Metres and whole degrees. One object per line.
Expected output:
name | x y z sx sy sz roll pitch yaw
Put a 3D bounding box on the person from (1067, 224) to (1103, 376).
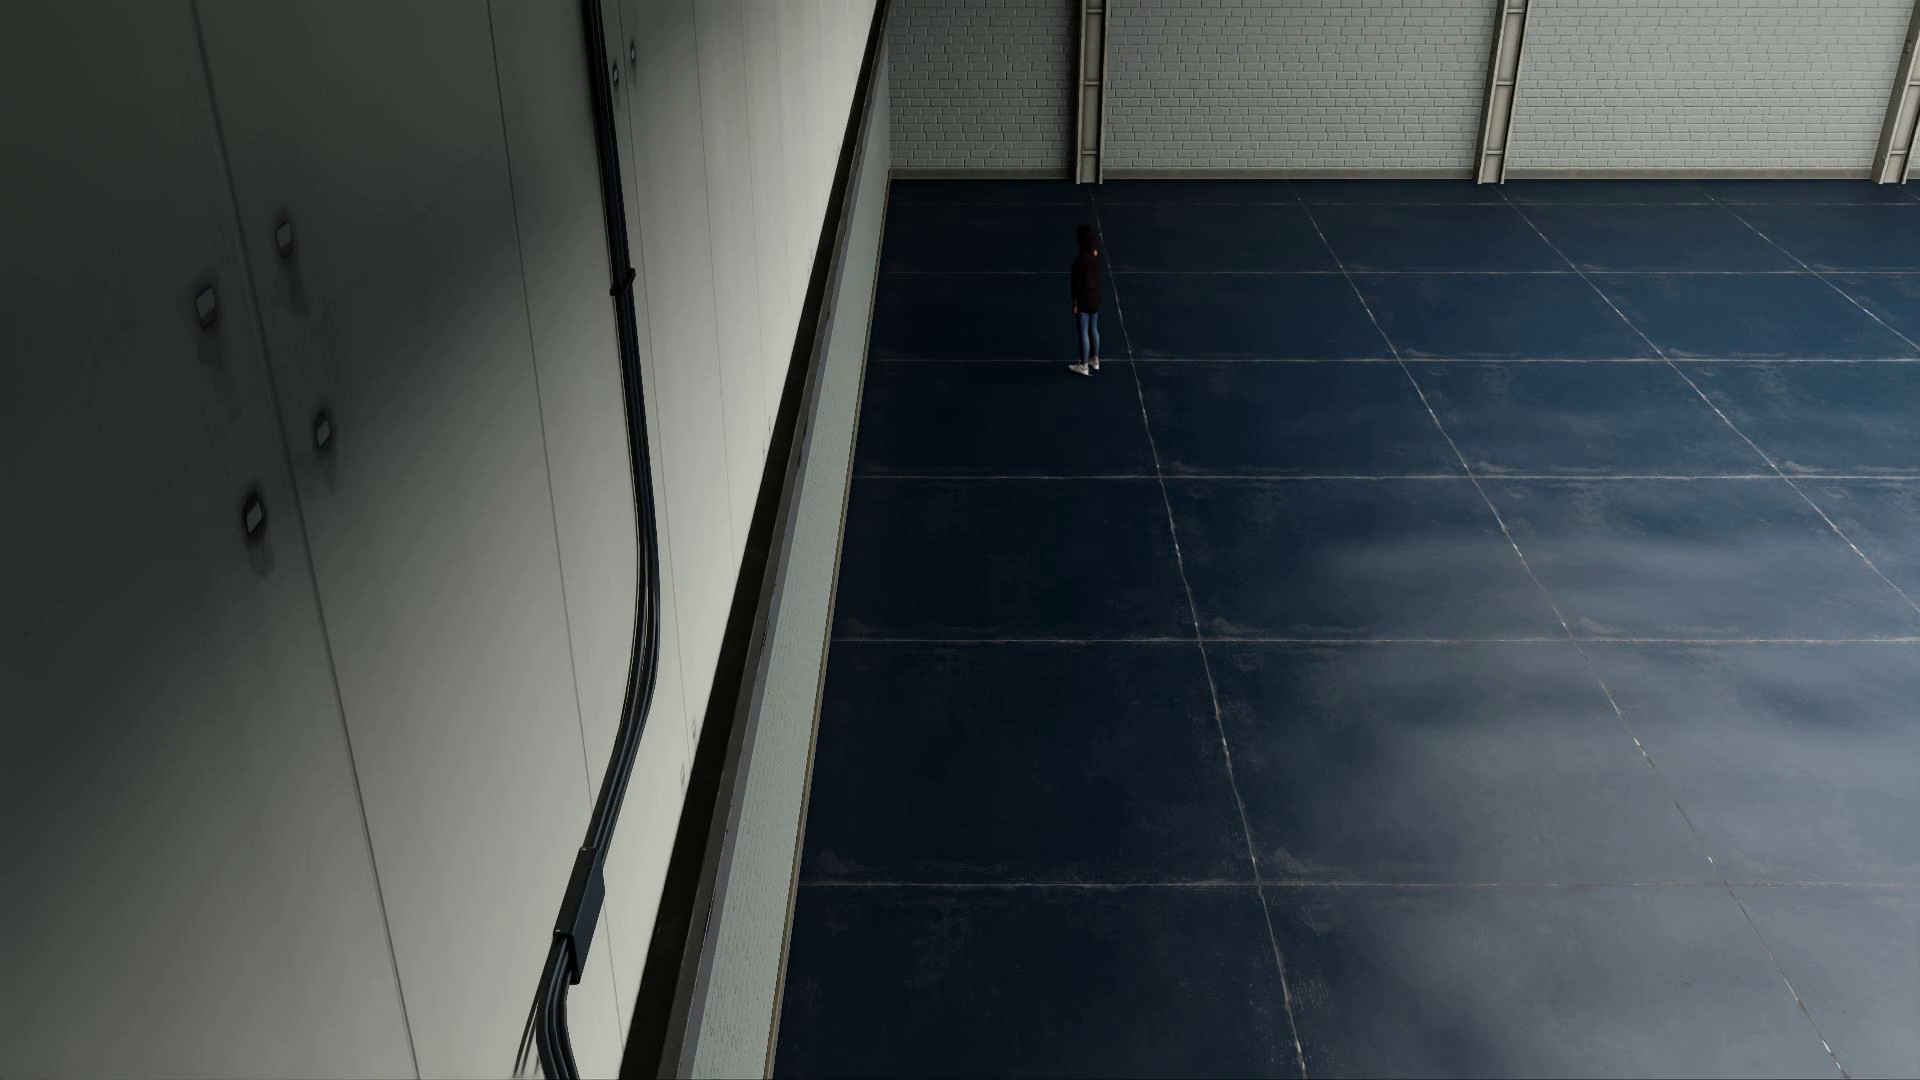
person | 1.382 -2.611 17.997 0.676 1.645 0.638 18 33 30
